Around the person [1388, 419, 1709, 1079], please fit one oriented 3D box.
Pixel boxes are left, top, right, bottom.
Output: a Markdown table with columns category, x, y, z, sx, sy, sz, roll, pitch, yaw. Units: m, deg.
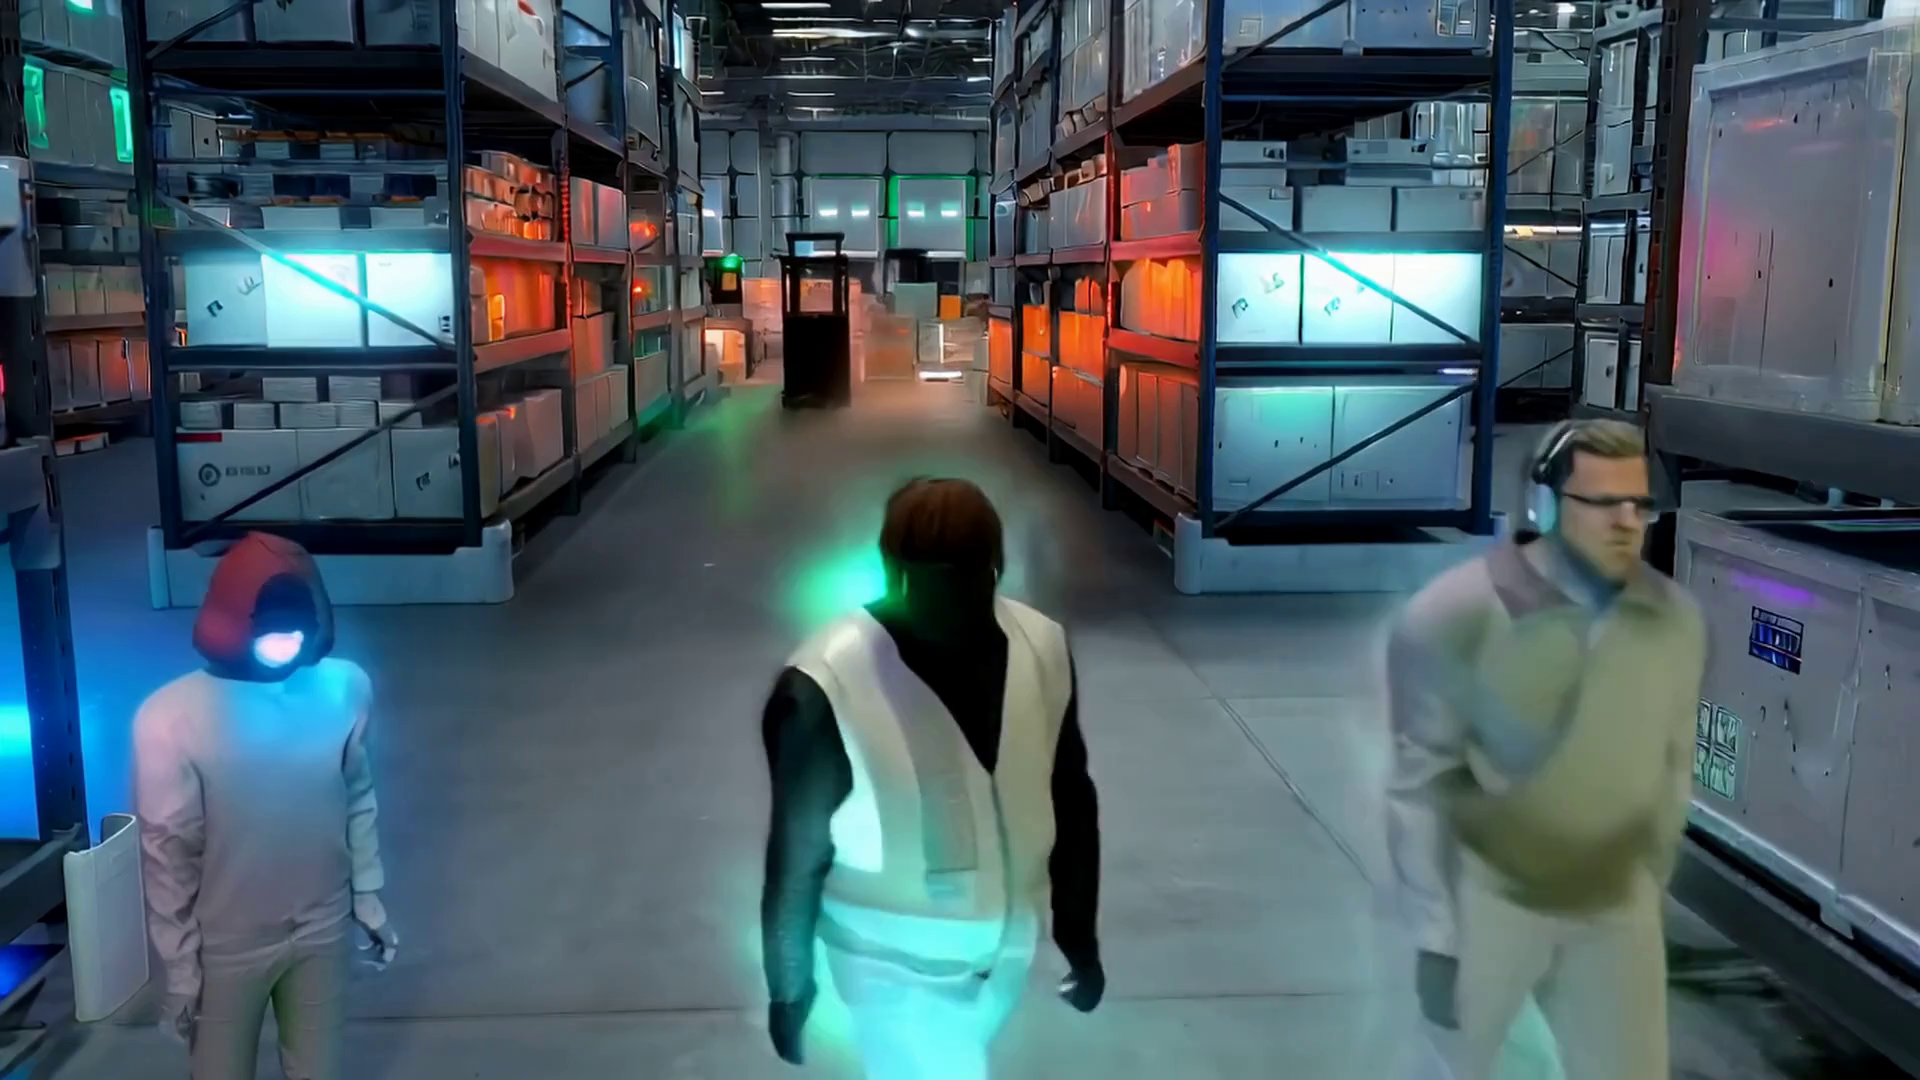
| category | x | y | z | sx | sy | sz | roll | pitch | yaw |
| --- | --- | --- | --- | --- | --- | --- | --- | --- | --- |
| person | 1.116 | 0.697 | 3.168 | 0.650 | 1.854 | 0.982 | -1 | 9 | -4 |

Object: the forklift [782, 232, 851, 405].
| category | x | y | z | sx | sy | sz | roll | pitch | yaw |
| --- | --- | --- | --- | --- | --- | --- | --- | --- | --- |
| forklift | -2.377 | -3.690 | 27.498 | 1.129 | 2.768 | 1.873 | -1 | 9 | -4 |

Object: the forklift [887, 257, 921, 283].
| category | x | y | z | sx | sy | sz | roll | pitch | yaw |
| --- | --- | --- | --- | --- | --- | --- | --- | --- | --- |
| forklift | -1.481 | -6.339 | 44.133 | 1.129 | 2.768 | 1.873 | -1 | 9 | -4 |

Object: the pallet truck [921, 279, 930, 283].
| category | x | y | z | sx | sy | sz | roll | pitch | yaw |
| --- | --- | --- | --- | --- | --- | --- | --- | --- | --- |
| pallet truck | -0.932 | -8.922 | 63.114 | 1.885 | 1.965 | 0.823 | 2 | 9 | 13 |

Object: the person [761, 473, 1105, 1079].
| category | x | y | z | sx | sy | sz | roll | pitch | yaw |
| --- | --- | --- | --- | --- | --- | --- | --- | --- | --- |
| person | -0.052 | 0.757 | 3.080 | 0.643 | 1.794 | 0.958 | -7 | 12 | -38 |

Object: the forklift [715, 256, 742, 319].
| category | x | y | z | sx | sy | sz | roll | pitch | yaw |
| --- | --- | --- | --- | --- | --- | --- | --- | --- | --- |
| forklift | -8.573 | -9.185 | 62.001 | 1.129 | 2.768 | 1.873 | -1 | 9 | -4 |

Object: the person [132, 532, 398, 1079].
| category | x | y | z | sx | sy | sz | roll | pitch | yaw |
| --- | --- | --- | --- | --- | --- | --- | --- | --- | --- |
| person | -1.344 | 0.789 | 3.279 | 0.285 | 1.633 | 0.498 | 6 | 11 | 35 |

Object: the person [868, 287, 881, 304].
| category | x | y | z | sx | sy | sz | roll | pitch | yaw |
| --- | --- | --- | --- | --- | --- | --- | --- | --- | --- |
| person | -3.245 | -8.649 | 62.412 | 0.549 | 1.667 | 0.519 | -2 | 9 | -12 |
